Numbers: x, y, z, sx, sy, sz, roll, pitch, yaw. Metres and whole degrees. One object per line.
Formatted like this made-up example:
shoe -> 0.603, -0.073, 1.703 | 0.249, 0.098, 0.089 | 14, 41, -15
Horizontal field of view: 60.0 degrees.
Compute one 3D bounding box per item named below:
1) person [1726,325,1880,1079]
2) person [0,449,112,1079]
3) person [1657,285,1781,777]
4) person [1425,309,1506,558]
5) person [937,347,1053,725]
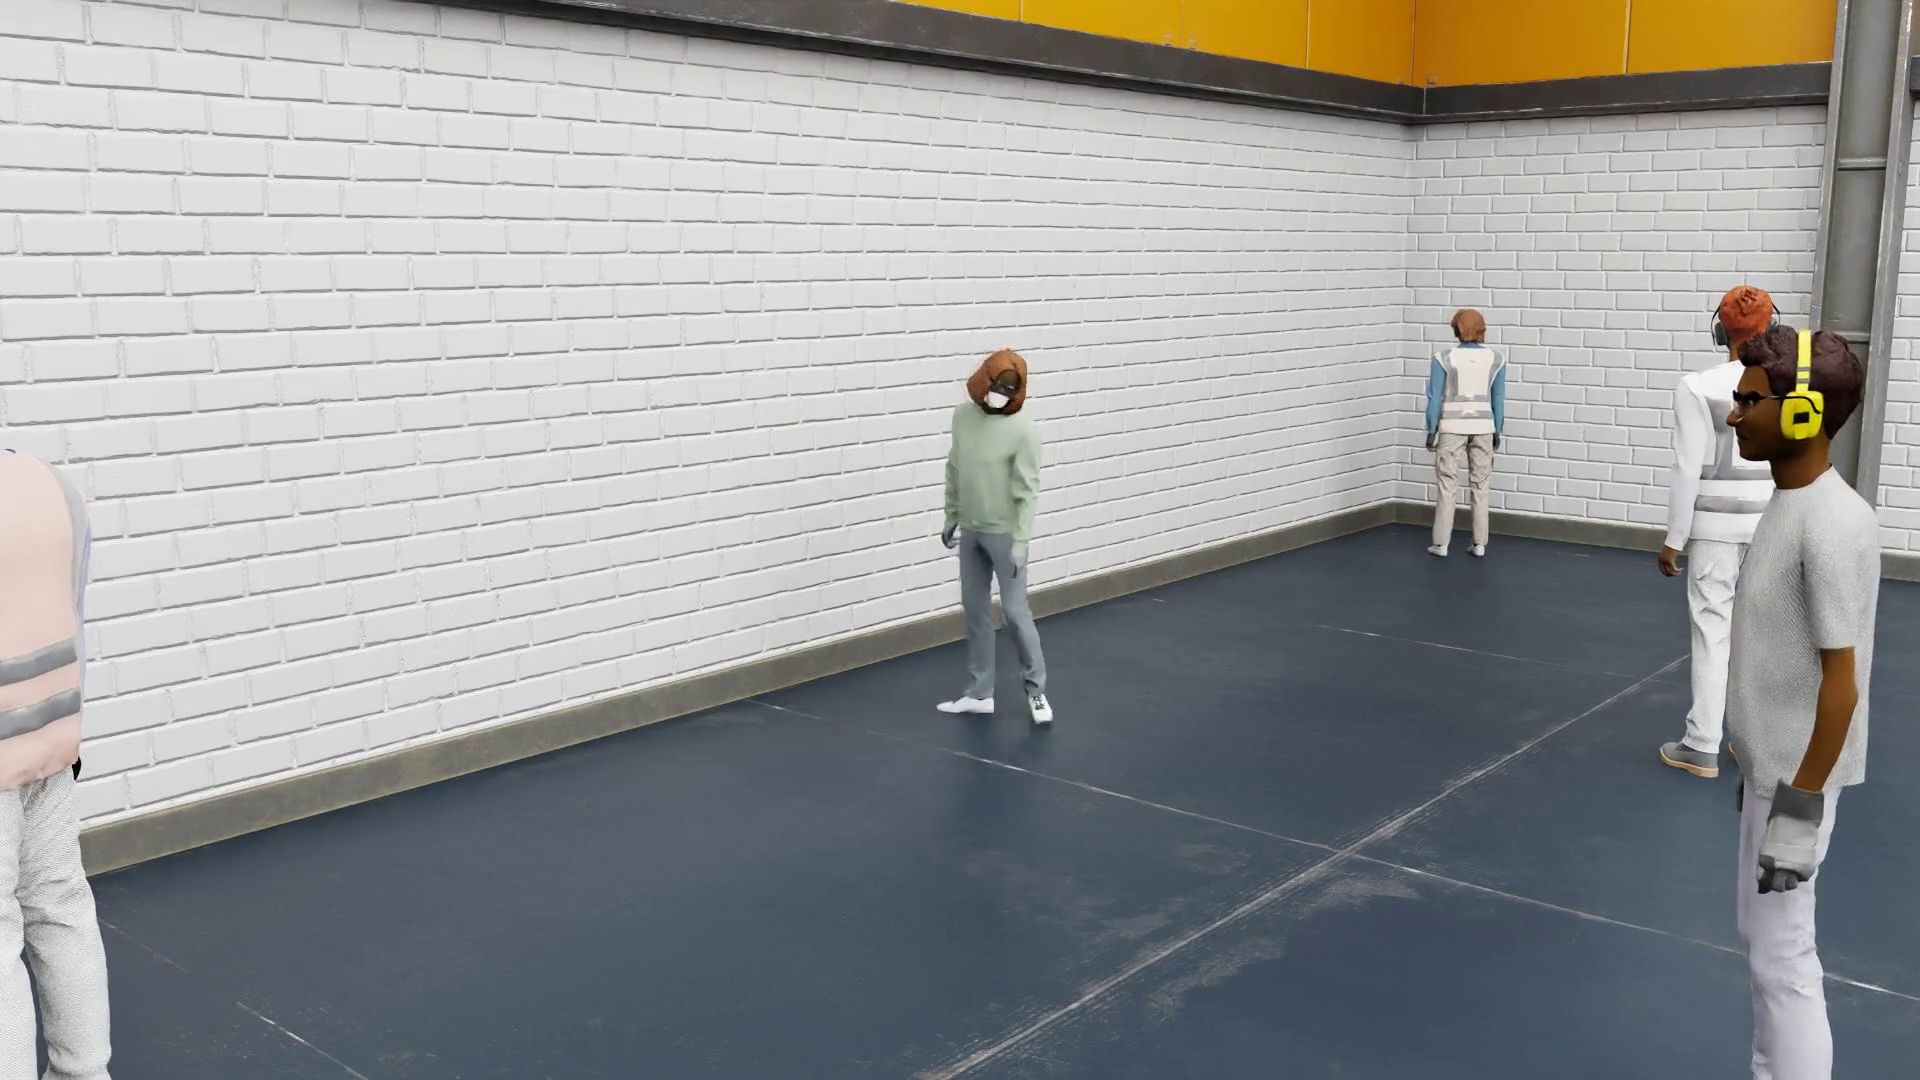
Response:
person -> 1.696, 0.495, 3.453 | 0.310, 1.868, 0.533 | 3, 11, 19
person -> -2.121, 0.488, 3.574 | 0.429, 1.839, 0.633 | 1, 10, 6
person -> 2.966, -0.024, 6.370 | 0.575, 1.882, 0.361 | -1, 10, -6
person -> 3.309, -0.691, 10.908 | 0.514, 1.625, 0.329 | -1, 10, -3
person -> 0.158, -0.013, 7.089 | 0.343, 1.615, 0.595 | -9, 13, -41
